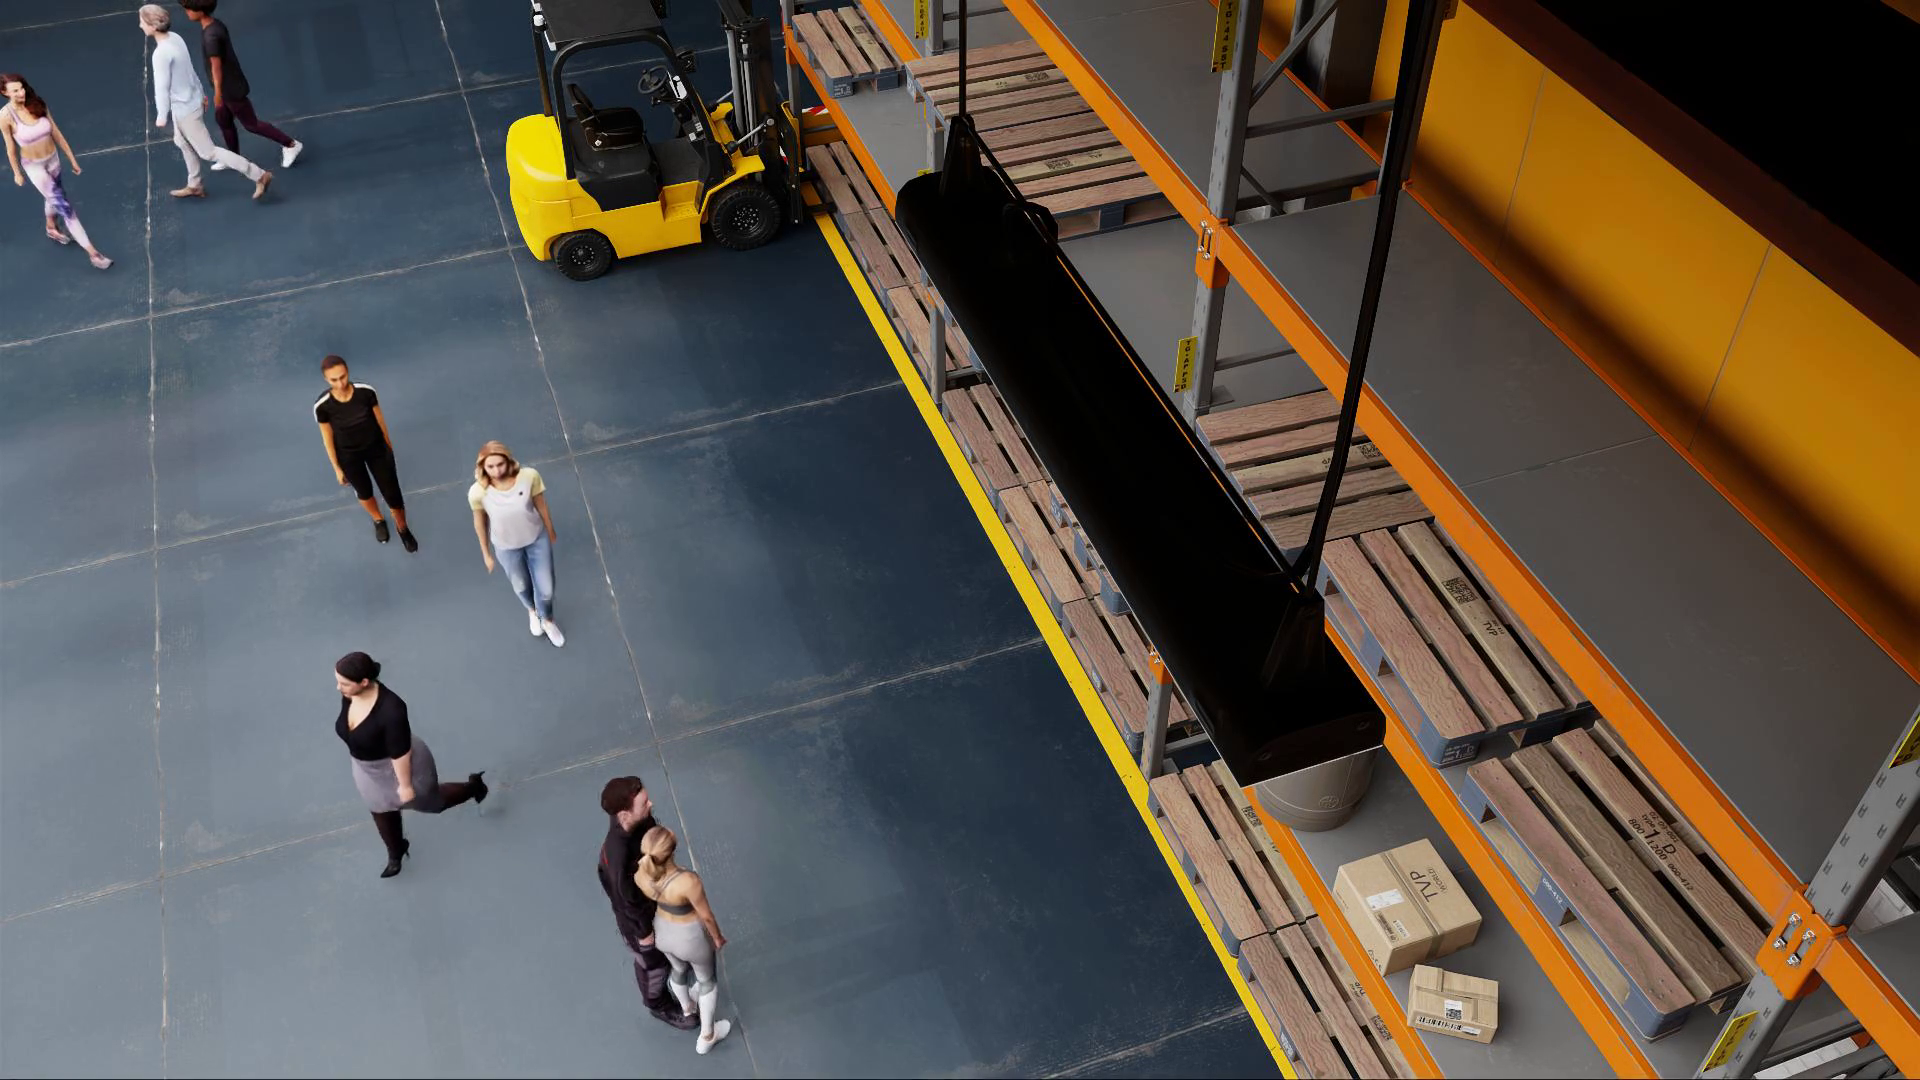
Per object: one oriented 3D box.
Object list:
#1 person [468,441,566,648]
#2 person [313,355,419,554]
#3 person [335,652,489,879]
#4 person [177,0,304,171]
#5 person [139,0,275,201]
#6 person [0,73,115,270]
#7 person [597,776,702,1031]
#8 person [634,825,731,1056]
[{"bbox_3d":[-2.888,-0.039,10.822,0.657,1.706,0.701,-17,46,-17],"label":"person"},{"bbox_3d":[-4.156,-0.655,11.506,0.584,1.653,0.698,-15,46,-15],"label":"person"},{"bbox_3d":[-3.143,1.229,9.469,1.086,1.736,1.088,25,49,24],"label":"person"},{"bbox_3d":[-6.559,-4.156,15.109,0.750,1.753,1.020,-20,47,-20],"label":"person"},{"bbox_3d":[-6.708,-3.794,14.651,0.840,1.861,1.197,-7,44,-8],"label":"person"},{"bbox_3d":[-7.809,-3.154,14.083,1.195,1.717,1.099,21,47,20],"label":"person"},{"bbox_3d":[-1.641,1.866,8.673,0.862,1.911,0.725,8,44,8],"label":"person"},{"bbox_3d":[-1.457,2.057,8.615,0.743,1.714,0.804,15,46,15],"label":"person"}]
